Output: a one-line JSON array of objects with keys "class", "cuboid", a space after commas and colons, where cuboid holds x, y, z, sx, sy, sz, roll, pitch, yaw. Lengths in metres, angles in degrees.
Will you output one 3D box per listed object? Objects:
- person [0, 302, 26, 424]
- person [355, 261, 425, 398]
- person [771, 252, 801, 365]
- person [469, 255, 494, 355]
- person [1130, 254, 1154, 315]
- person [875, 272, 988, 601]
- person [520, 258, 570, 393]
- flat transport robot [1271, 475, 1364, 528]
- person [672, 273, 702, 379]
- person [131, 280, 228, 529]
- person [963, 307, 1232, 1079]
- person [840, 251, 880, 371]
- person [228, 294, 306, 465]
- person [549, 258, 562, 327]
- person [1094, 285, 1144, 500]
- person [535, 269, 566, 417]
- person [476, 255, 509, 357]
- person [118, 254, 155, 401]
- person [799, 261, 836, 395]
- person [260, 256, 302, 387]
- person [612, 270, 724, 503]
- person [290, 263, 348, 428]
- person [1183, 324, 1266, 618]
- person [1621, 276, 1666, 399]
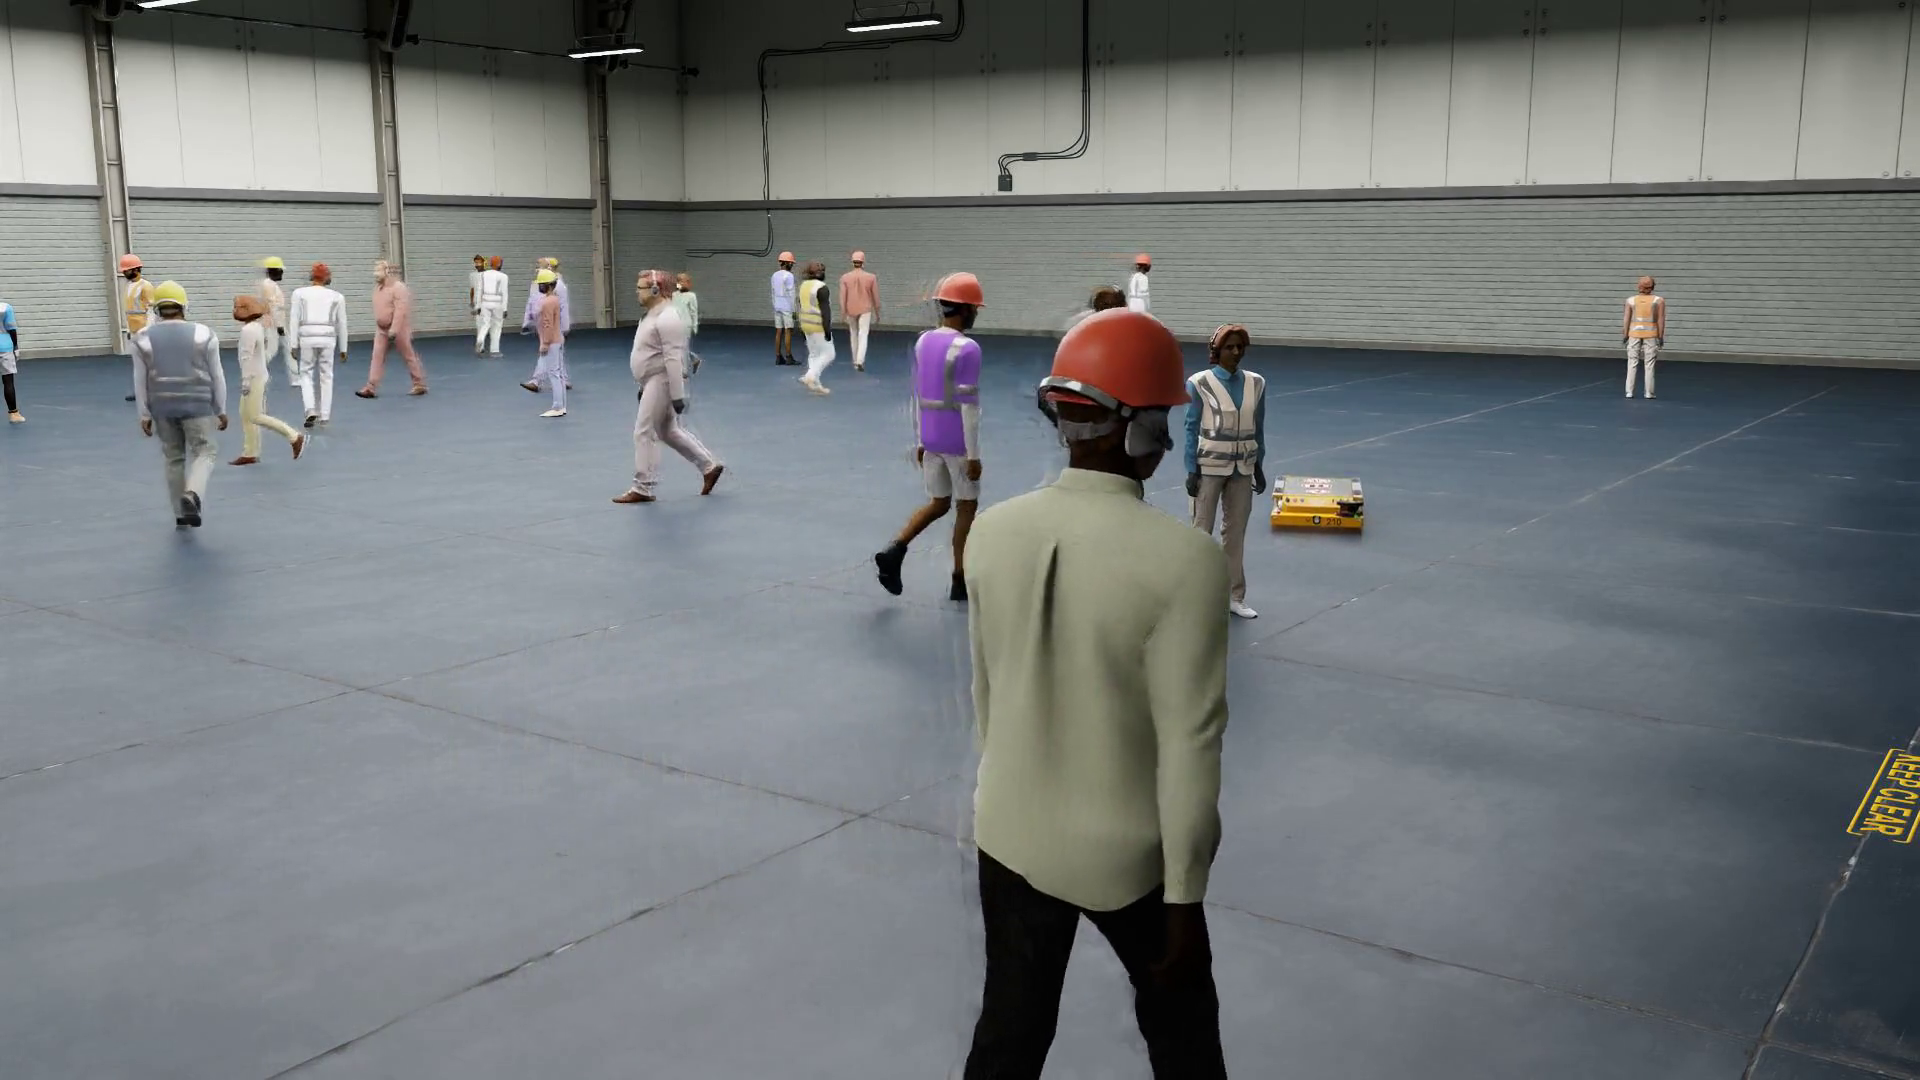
[{"class": "person", "cuboid": [-11.099, -2.174, 19.132, 0.533, 1.697, 0.318, -2, 10, -11]}, {"class": "person", "cuboid": [-7.696, -2.837, 22.457, 0.635, 1.843, 1.047, 6, 12, 29]}, {"class": "person", "cuboid": [-2.972, -3.945, 28.395, 0.375, 1.931, 0.542, -10, 14, -43]}, {"class": "person", "cuboid": [-8.907, -4.380, 31.044, 0.506, 1.859, 0.311, 1, 10, 6]}, {"class": "person", "cuboid": [3.189, -4.000, 28.820, 1.011, 1.883, 0.566, -1, 10, -8]}, {"class": "person", "cuboid": [-0.122, -0.564, 9.515, 0.698, 1.911, 0.573, -8, 13, -37]}, {"class": "person", "cuboid": [-5.850, -2.991, 23.258, 0.648, 1.859, 0.986, 9, 13, 40]}, {"class": "flat transport robot", "cuboid": [2.724, -0.308, 12.674, 0.652, 0.197, 1.431, 2, 10, 12]}, {"class": "person", "cuboid": [-4.184, -3.275, 25.494, 0.509, 1.617, 0.548, 8, 13, 38]}, {"class": "person", "cuboid": [-5.604, -0.952, 11.955, 0.602, 1.813, 0.560, -2, 10, -13]}, {"class": "person", "cuboid": [0.323, 0.538, 3.217, 0.652, 1.946, 0.981, 9, 13, 41]}, {"class": "person", "cuboid": [-1.647, -3.756, 27.293, 0.637, 1.955, 1.005, 1, 10, 4]}, {"class": "person", "cuboid": [-6.536, -1.491, 15.554, 0.635, 1.607, 0.501, -3, 11, -19]}, {"class": "person", "cuboid": [-8.589, -5.079, 35.203, 0.304, 1.771, 0.532, 3, 10, 15]}, {"class": "person", "cuboid": [0.933, -0.618, 10.050, 0.531, 1.819, 0.766, 9, 14, 43]}, {"class": "person", "cuboid": [-4.917, -2.357, 19.963, 0.314, 1.768, 0.522, 0, 10, 0]}, {"class": "person", "cuboid": [-8.530, -4.237, 30.222, 0.640, 1.860, 0.686, 2, 10, 13]}, {"class": "person", "cuboid": [-10.782, -2.770, 21.823, 0.543, 1.927, 0.375, 7, 12, 35]}, {"class": "person", "cuboid": [-1.961, -2.875, 22.686, 0.459, 1.828, 0.647, -7, 12, -35]}, {"class": "person", "cuboid": [-9.865, -3.130, 23.920, 0.866, 1.897, 0.608, -2, 10, -10]}, {"class": "person", "cuboid": [-2.369, -1.243, 13.434, 0.872, 1.875, 0.639, -3, 11, -18]}, {"class": "person", "cuboid": [-7.223, -2.186, 18.767, 0.617, 1.851, 0.531, -5, 11, -24]}, {"class": "person", "cuboid": [1.455, -0.368, 9.173, 0.519, 1.640, 0.307, -4, 11, -24]}, {"class": "person", "cuboid": [9.129, -2.694, 22.233, 0.547, 1.639, 0.314, 5, 11, 27]}]
